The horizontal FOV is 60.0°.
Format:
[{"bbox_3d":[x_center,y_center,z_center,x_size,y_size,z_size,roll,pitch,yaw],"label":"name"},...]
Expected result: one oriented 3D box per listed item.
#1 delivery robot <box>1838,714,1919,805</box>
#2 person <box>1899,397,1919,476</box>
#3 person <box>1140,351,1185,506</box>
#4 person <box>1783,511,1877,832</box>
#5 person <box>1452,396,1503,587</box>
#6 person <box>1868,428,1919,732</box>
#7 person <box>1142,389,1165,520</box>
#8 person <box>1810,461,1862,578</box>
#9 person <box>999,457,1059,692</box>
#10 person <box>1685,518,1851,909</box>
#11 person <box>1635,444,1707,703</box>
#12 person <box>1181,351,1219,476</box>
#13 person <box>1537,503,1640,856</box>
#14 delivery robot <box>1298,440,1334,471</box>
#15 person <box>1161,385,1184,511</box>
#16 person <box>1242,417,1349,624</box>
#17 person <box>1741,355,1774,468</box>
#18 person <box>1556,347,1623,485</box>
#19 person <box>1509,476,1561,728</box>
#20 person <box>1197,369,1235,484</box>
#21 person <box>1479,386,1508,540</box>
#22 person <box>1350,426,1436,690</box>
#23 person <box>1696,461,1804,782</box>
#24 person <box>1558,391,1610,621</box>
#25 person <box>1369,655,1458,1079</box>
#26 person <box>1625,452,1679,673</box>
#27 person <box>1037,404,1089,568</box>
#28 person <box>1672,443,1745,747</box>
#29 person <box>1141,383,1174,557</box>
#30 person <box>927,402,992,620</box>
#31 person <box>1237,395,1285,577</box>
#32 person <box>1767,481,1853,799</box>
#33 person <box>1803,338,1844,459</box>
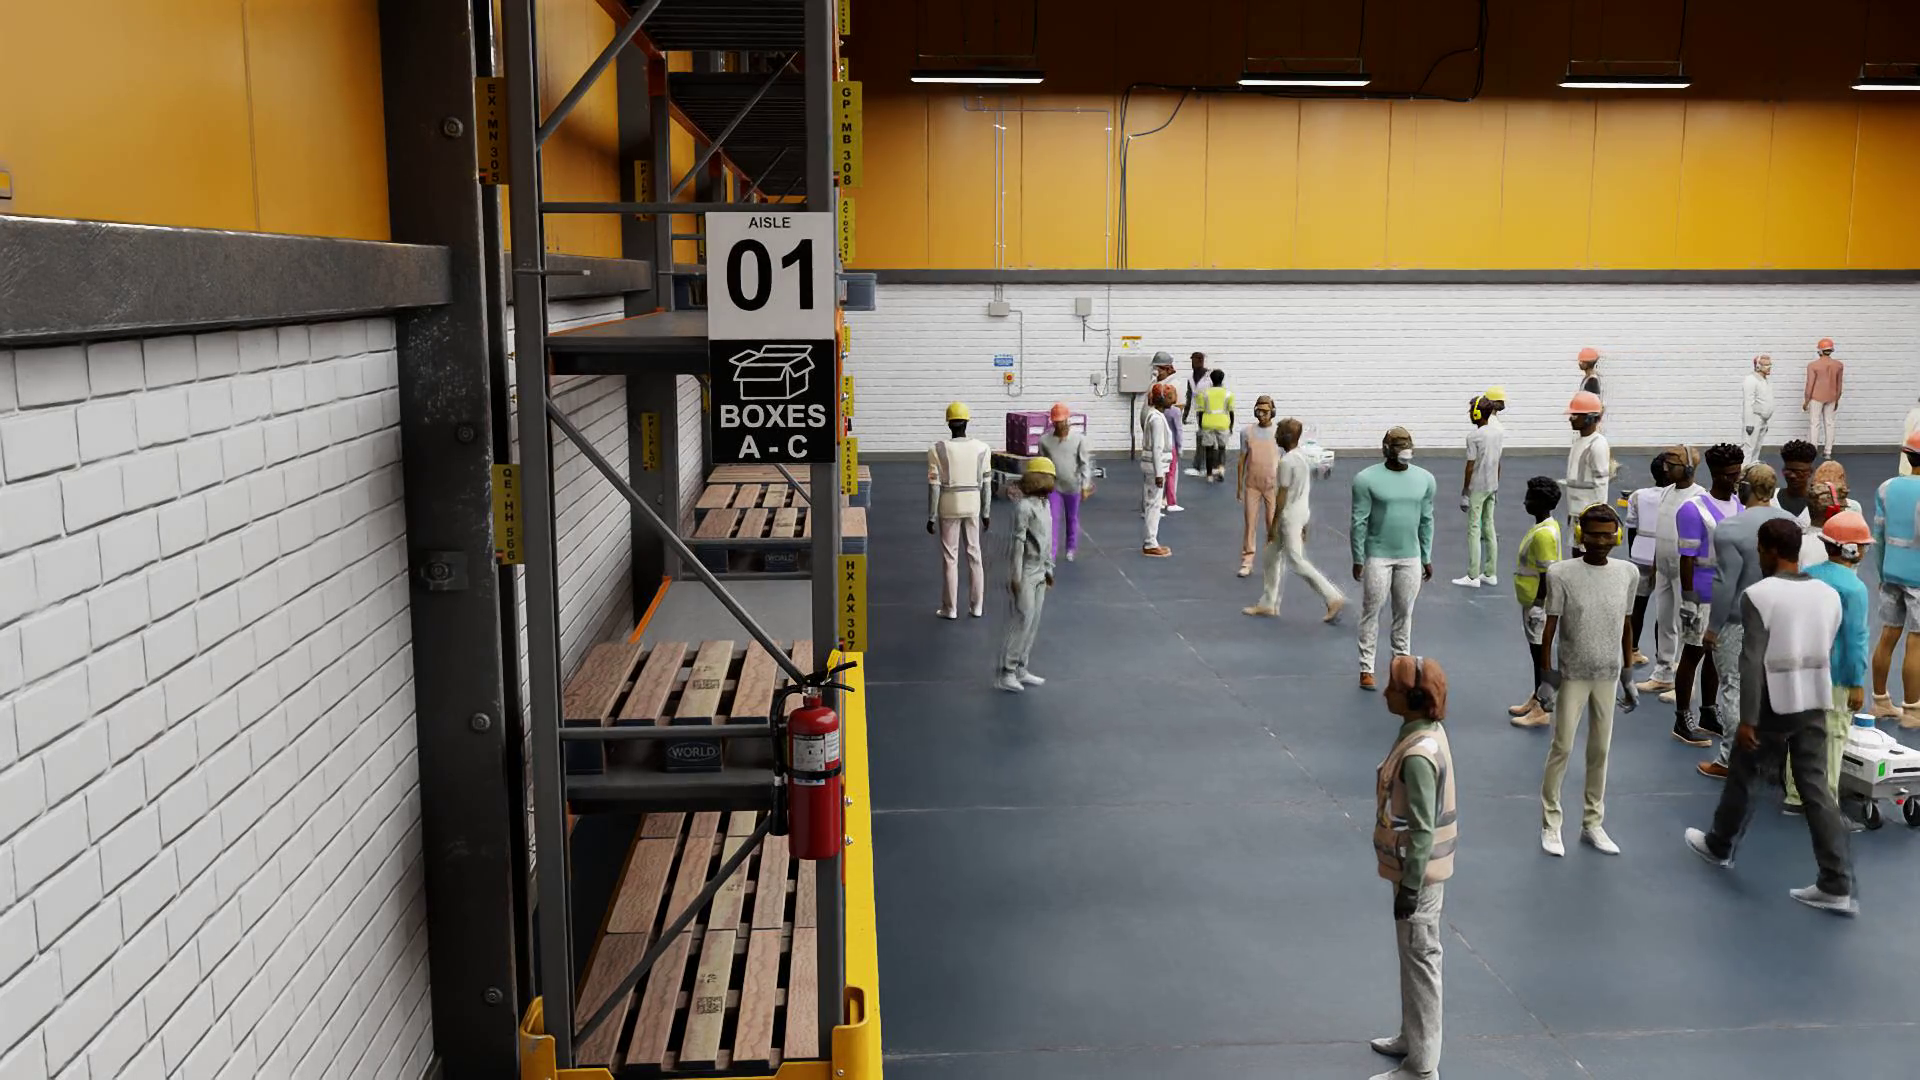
[{"bbox_3d":[5.084,1.226,9.378,0.477,0.478,0.707,-2,9,-11],"label":"delivery robot"},{"bbox_3d":[9.824,-0.655,16.827,0.536,2.000,0.686,1,9,7],"label":"person"},{"bbox_3d":[2.644,-1.474,21.974,0.536,2.000,0.682,-4,10,-22],"label":"person"},{"bbox_3d":[4.808,0.709,9.148,0.335,1.753,0.572,-1,9,-4],"label":"person"},{"bbox_3d":[5.074,-0.467,16.226,0.515,1.861,0.325,-6,11,-33],"label":"person"},{"bbox_3d":[6.386,0.252,11.122,0.381,2.045,0.605,-2,9,-12],"label":"person"},{"bbox_3d":[2.420,-1.075,20.727,0.310,1.638,0.523,3,9,17],"label":"person"},{"bbox_3d":[6.566,0.210,12.672,0.507,1.632,0.267,7,11,36],"label":"person"},{"bbox_3d":[0.514,0.245,12.234,0.355,1.708,0.573,4,10,24],"label":"person"},{"bbox_3d":[4.048,0.822,8.185,0.628,1.845,1.002,-3,9,-15],"label":"person"},{"bbox_3d":[5.104,0.235,11.854,0.333,1.844,0.514,-2,9,-13],"label":"person"},{"bbox_3d":[3.601,-1.904,25.170,0.875,1.878,0.599,-5,10,-29],"label":"person"},{"bbox_3d":[3.293,0.727,8.697,0.538,1.866,0.312,-1,9,-4],"label":"person"},{"bbox_3d":[5.266,-1.249,24.918,0.477,0.478,0.707,-6,11,-34],"label":"delivery robot"},{"bbox_3d":[2.663,-1.186,21.436,0.284,1.633,0.498,-8,12,-42],"label":"person"},{"bbox_3d":[2.962,-0.171,14.539,0.895,1.809,0.509,3,10,21],"label":"person"},{"bbox_3d":[11.330,-1.670,23.620,0.637,1.911,0.403,-9,13,-44],"label":"person"},{"bbox_3d":[9.079,-1.764,23.877,0.792,2.018,0.618,4,10,22],"label":"person"},{"bbox_3d":[3.888,0.413,11.200,0.315,1.696,0.541,3,9,17],"label":"person"},{"bbox_3d":[3.718,-1.649,24.174,0.549,1.679,0.350,1,9,7],"label":"person"},{"bbox_3d":[6.109,-0.884,19.123,0.314,1.769,0.524,4,10,25],"label":"person"},{"bbox_3d":[3.168,0.135,12.190,0.634,1.940,0.367,-1,9,-6],"label":"person"},{"bbox_3d":[4.716,0.492,9.945,0.638,1.938,0.356,-3,10,-20],"label":"person"},{"bbox_3d":[5.347,-0.253,14.301,0.397,2.043,0.609,1,9,3],"label":"person"},{"bbox_3d":[1.692,1.233,6.215,0.311,1.643,0.522,3,9,16],"label":"person"},{"bbox_3d":[5.349,0.169,12.742,0.316,1.692,0.541,-5,11,-31],"label":"person"},{"bbox_3d":[1.073,-0.571,17.375,0.566,1.704,0.905,2,9,12],"label":"person"},{"bbox_3d":[4.892,0.345,10.787,0.607,1.966,0.367,-5,10,-29],"label":"person"},{"bbox_3d":[2.133,-0.754,17.982,0.351,1.878,0.568,1,9,9],"label":"person"},{"bbox_3d":[-0.018,-0.254,14.693,0.593,1.917,0.384,-3,10,-20],"label":"person"},{"bbox_3d":[3.033,-0.529,16.649,0.516,1.843,0.327,3,10,19],"label":"person"},{"bbox_3d":[4.956,0.575,9.707,0.393,1.847,0.563,-1,9,-9],"label":"person"},{"bbox_3d":[14.230,-2.325,27.451,0.612,1.997,0.375,-1,9,-4],"label":"person"}]
